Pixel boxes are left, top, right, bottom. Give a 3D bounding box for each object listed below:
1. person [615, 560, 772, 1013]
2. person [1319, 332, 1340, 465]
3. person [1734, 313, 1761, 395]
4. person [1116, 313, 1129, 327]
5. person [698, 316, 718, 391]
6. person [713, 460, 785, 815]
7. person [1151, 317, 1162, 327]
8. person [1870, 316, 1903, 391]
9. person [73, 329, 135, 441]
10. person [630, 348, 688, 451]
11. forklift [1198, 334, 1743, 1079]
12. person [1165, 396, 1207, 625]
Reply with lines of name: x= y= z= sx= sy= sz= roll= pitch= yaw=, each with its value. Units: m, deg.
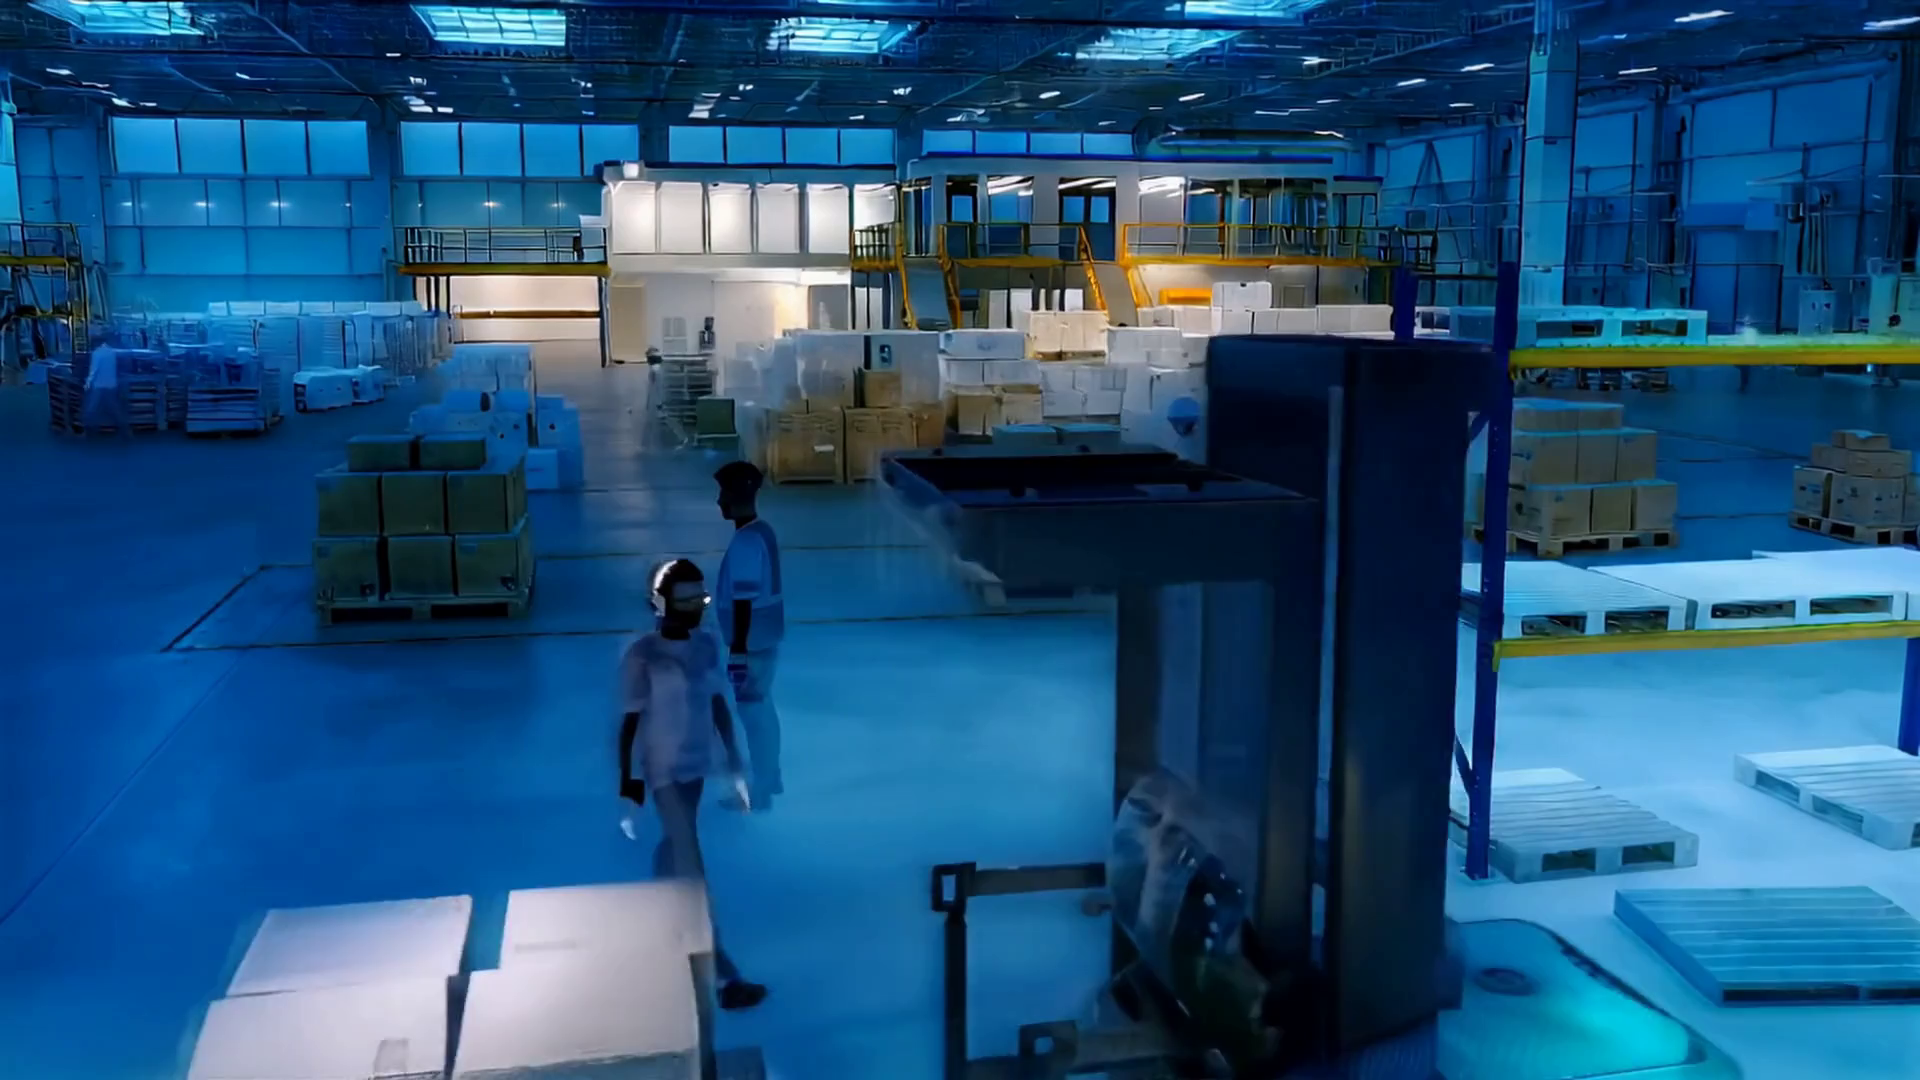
person: x=-1.047 y=0.994 z=6.745 sx=0.913 sy=1.830 sz=0.554 roll=7 pitch=11 yaw=35
person: x=5.507 y=-2.156 z=25.316 sx=0.535 sy=2.000 sz=0.674 roll=1 pitch=9 yaw=5
person: x=18.575 y=-4.387 z=39.253 sx=0.557 sy=1.926 sz=0.623 roll=-7 pitch=12 yaw=-37
person: x=4.203 y=-4.900 z=42.637 sx=0.332 sy=1.844 sz=0.516 roll=-9 pitch=13 yaw=-44
person: x=-5.837 y=-4.265 z=38.683 sx=0.452 sy=1.868 sz=0.602 roll=4 pitch=10 yaw=25
person: x=-1.159 y=0.536 z=9.179 sx=0.374 sy=1.958 sz=0.599 roll=0 pitch=9 yaw=2
person: x=4.251 y=-3.881 z=36.149 sx=0.552 sy=1.934 sz=0.364 roll=6 pitch=11 yaw=32
person: x=22.673 y=-4.556 z=40.616 sx=0.551 sy=1.817 sz=0.961 roll=-3 pitch=10 yaw=-16
person: x=-14.812 y=-2.657 z=28.699 sx=1.063 sy=1.935 sz=0.615 roll=-1 pitch=9 yaw=-6
person: x=-4.913 y=-2.290 z=27.211 sx=0.910 sy=1.703 sz=0.485 roll=1 pitch=9 yaw=5
forklift: x=0.914 y=0.884 z=4.233 sx=1.873 sy=2.768 sz=1.129 roll=-2 pitch=10 yaw=-12
person: x=1.919 y=-0.253 z=14.051 sx=0.397 sy=1.934 sz=0.551 roll=4 pitch=10 yaw=21
